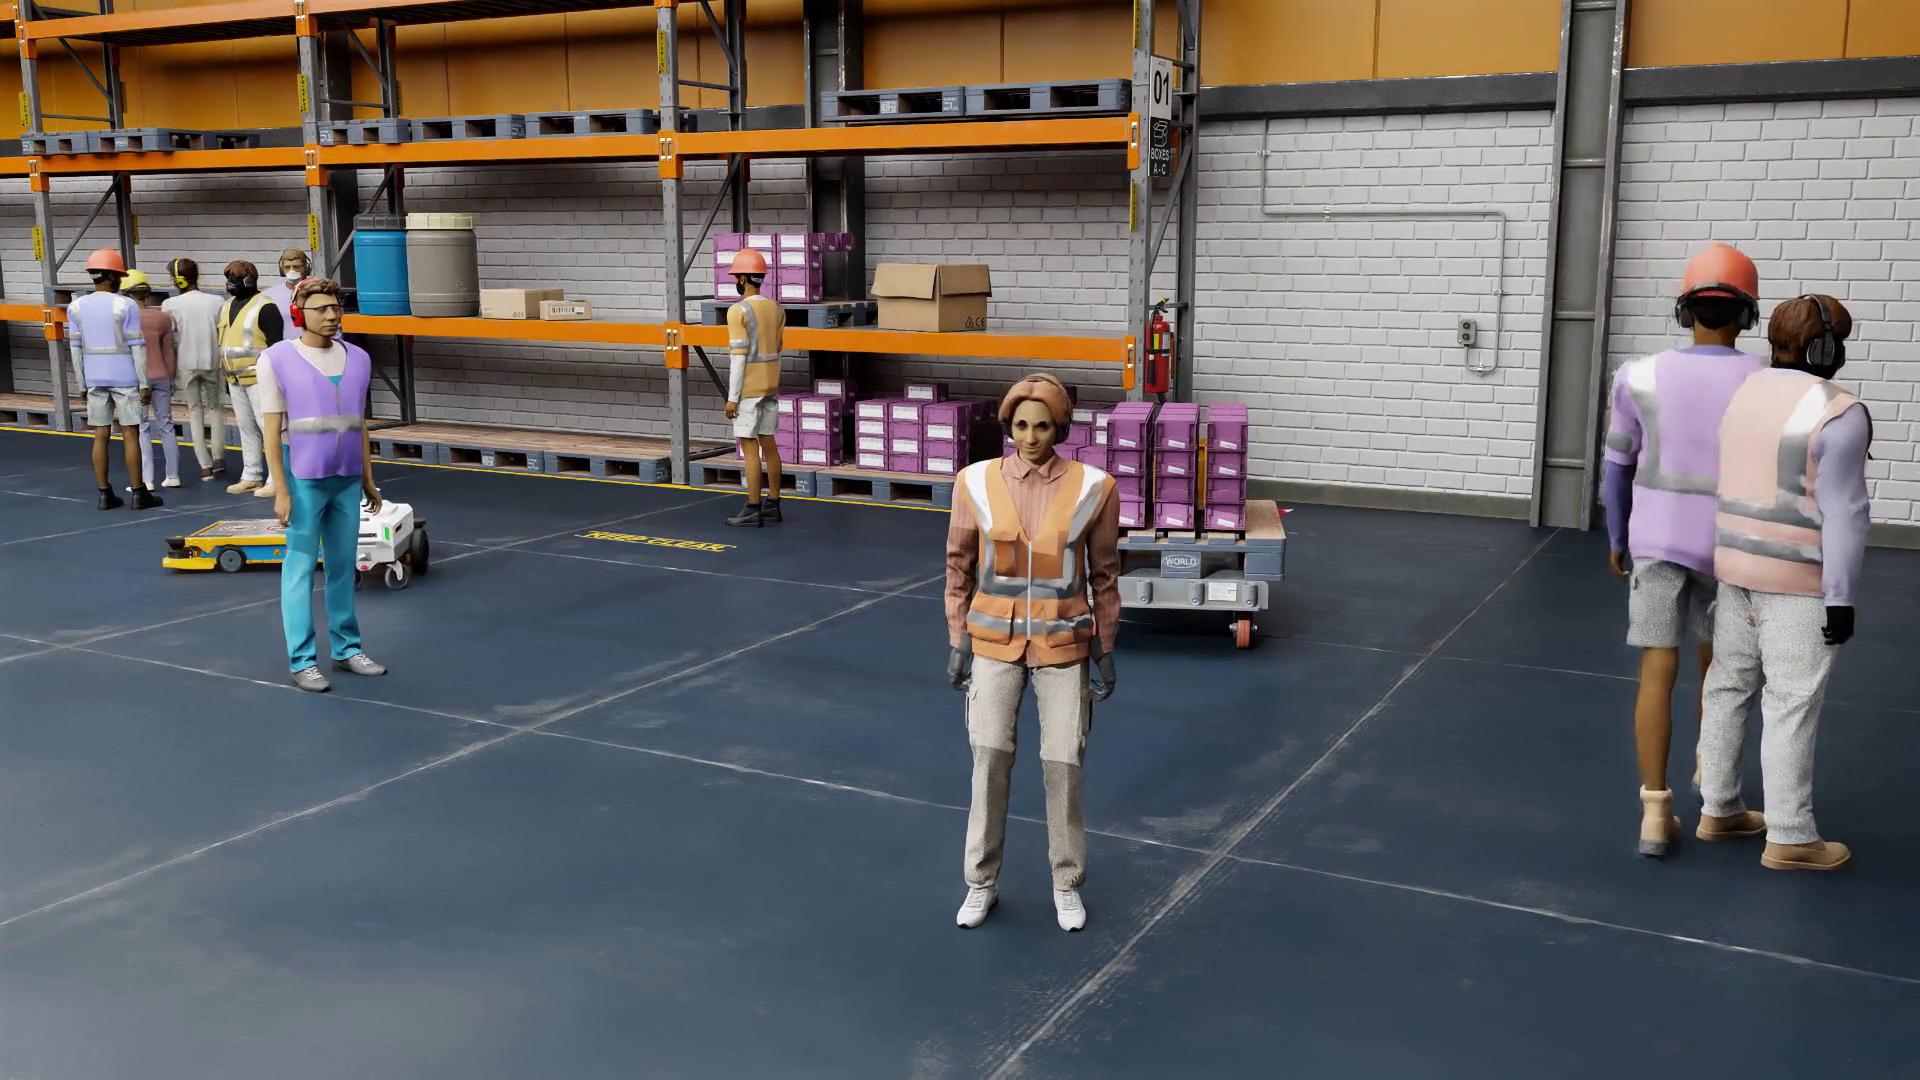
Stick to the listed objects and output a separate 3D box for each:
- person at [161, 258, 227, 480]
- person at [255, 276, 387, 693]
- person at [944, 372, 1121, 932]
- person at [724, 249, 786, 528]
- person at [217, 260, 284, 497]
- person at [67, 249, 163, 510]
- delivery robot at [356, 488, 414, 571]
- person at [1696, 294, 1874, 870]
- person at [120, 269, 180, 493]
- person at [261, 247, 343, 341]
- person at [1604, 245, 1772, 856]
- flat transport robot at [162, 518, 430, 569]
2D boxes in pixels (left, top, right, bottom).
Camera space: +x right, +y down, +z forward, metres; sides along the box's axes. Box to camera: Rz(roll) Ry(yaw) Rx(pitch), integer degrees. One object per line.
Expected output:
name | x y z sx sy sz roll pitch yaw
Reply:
person | -6.390 -1.424 13.915 0.538 1.840 0.602 -7 13 -35
person | -2.887 -0.259 7.524 0.394 1.847 0.563 6 12 31
person | 0.210 0.331 4.860 0.514 1.640 0.309 1 10 6
person | -1.455 -1.055 11.637 0.361 1.938 0.546 6 12 29
person | -5.540 -1.255 13.001 0.627 1.843 0.429 6 12 32
person | -6.273 -1.179 12.339 0.542 1.930 0.374 0 10 2
delivery robot | -3.422 -0.058 9.707 0.477 0.478 0.707 -1 10 -7
person | 2.670 0.132 5.397 0.430 1.844 0.624 -3 11 -17
person | -6.497 -1.260 13.237 0.317 1.766 0.535 6 12 28
person | -5.163 -1.316 13.075 0.630 1.936 0.366 -3 11 -18
person | 2.507 0.008 5.666 0.610 1.987 1.063 5 12 27
flat transport robot | -4.110 0.012 10.360 1.431 0.197 0.652 -1 10 -5
